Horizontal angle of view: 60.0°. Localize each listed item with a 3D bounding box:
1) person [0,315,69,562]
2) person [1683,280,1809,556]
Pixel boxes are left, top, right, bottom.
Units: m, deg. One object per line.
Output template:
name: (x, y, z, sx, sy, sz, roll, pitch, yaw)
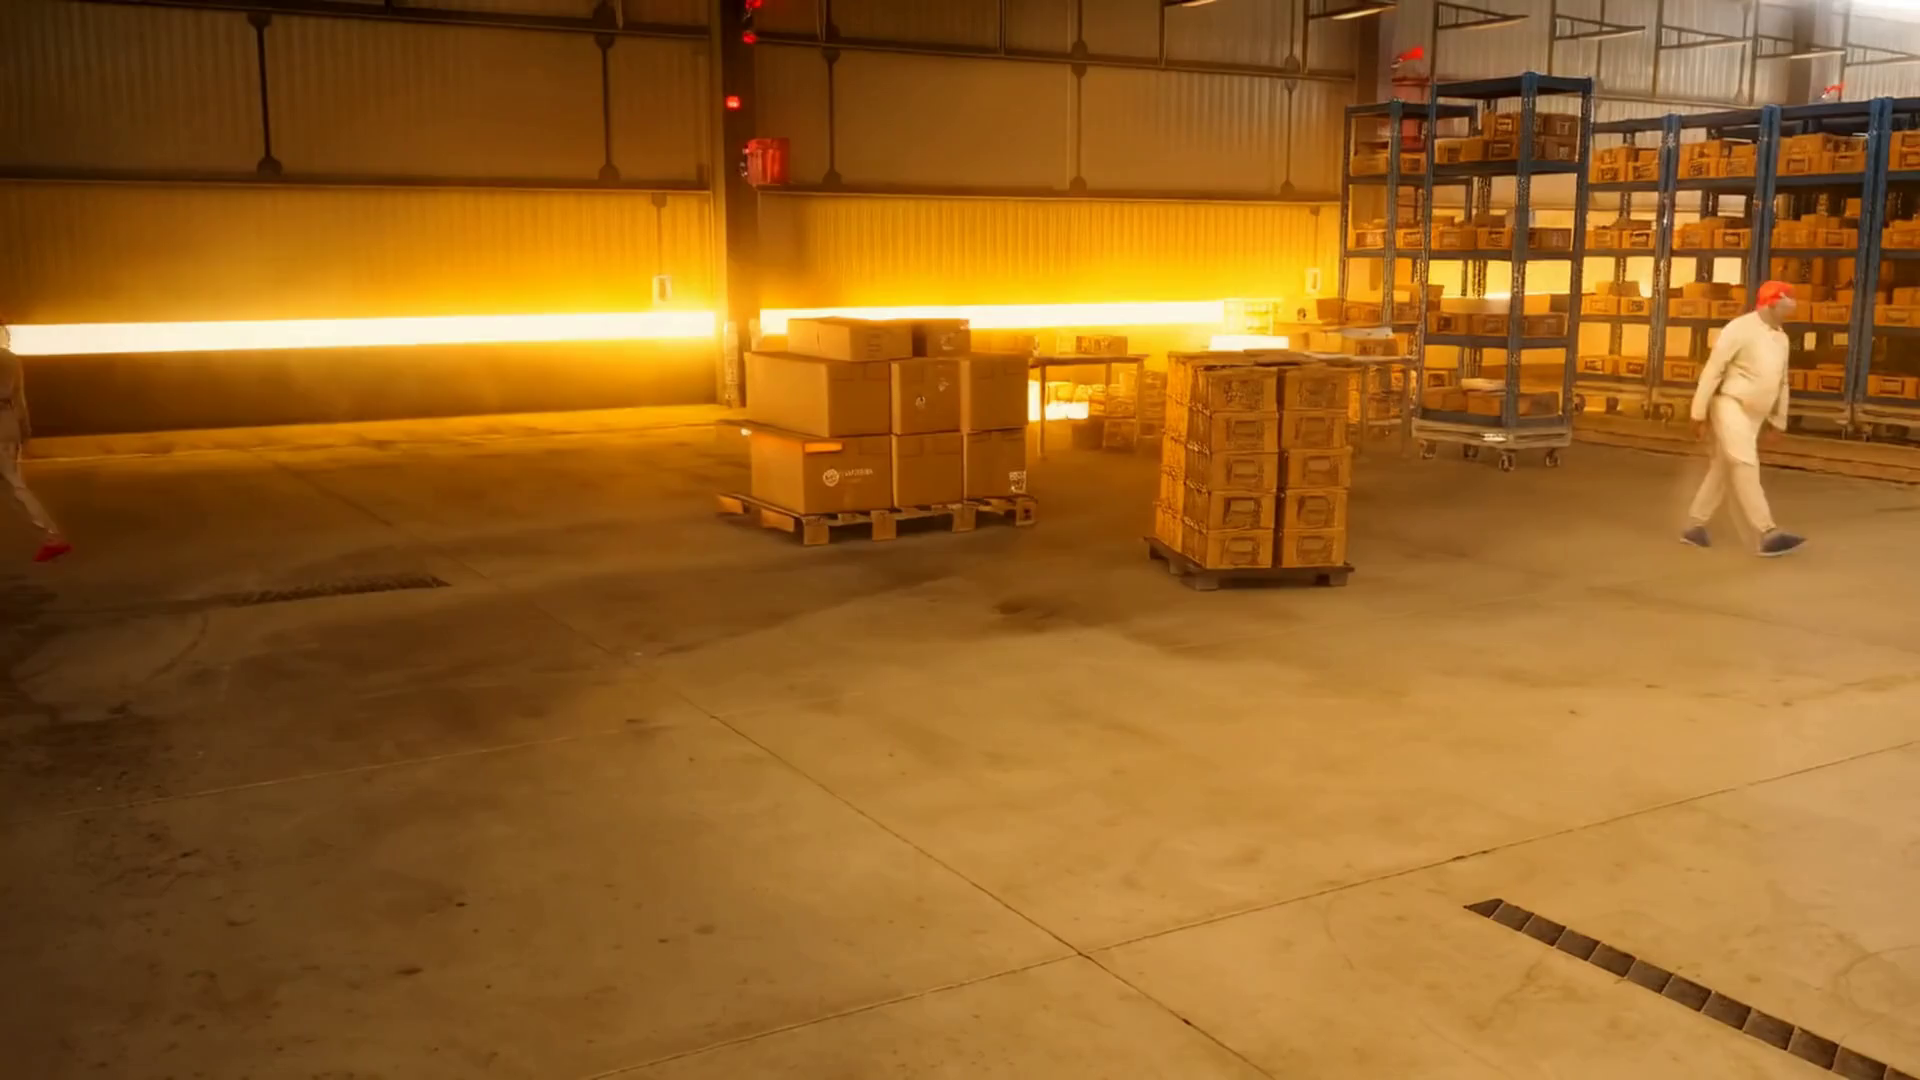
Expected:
person: (-6.313, -0.692, 10.936, 0.889, 1.701, 0.500, 1, 10, 3)
person: (5.344, -0.814, 11.232, 0.716, 1.841, 0.959, -7, 12, -33)
